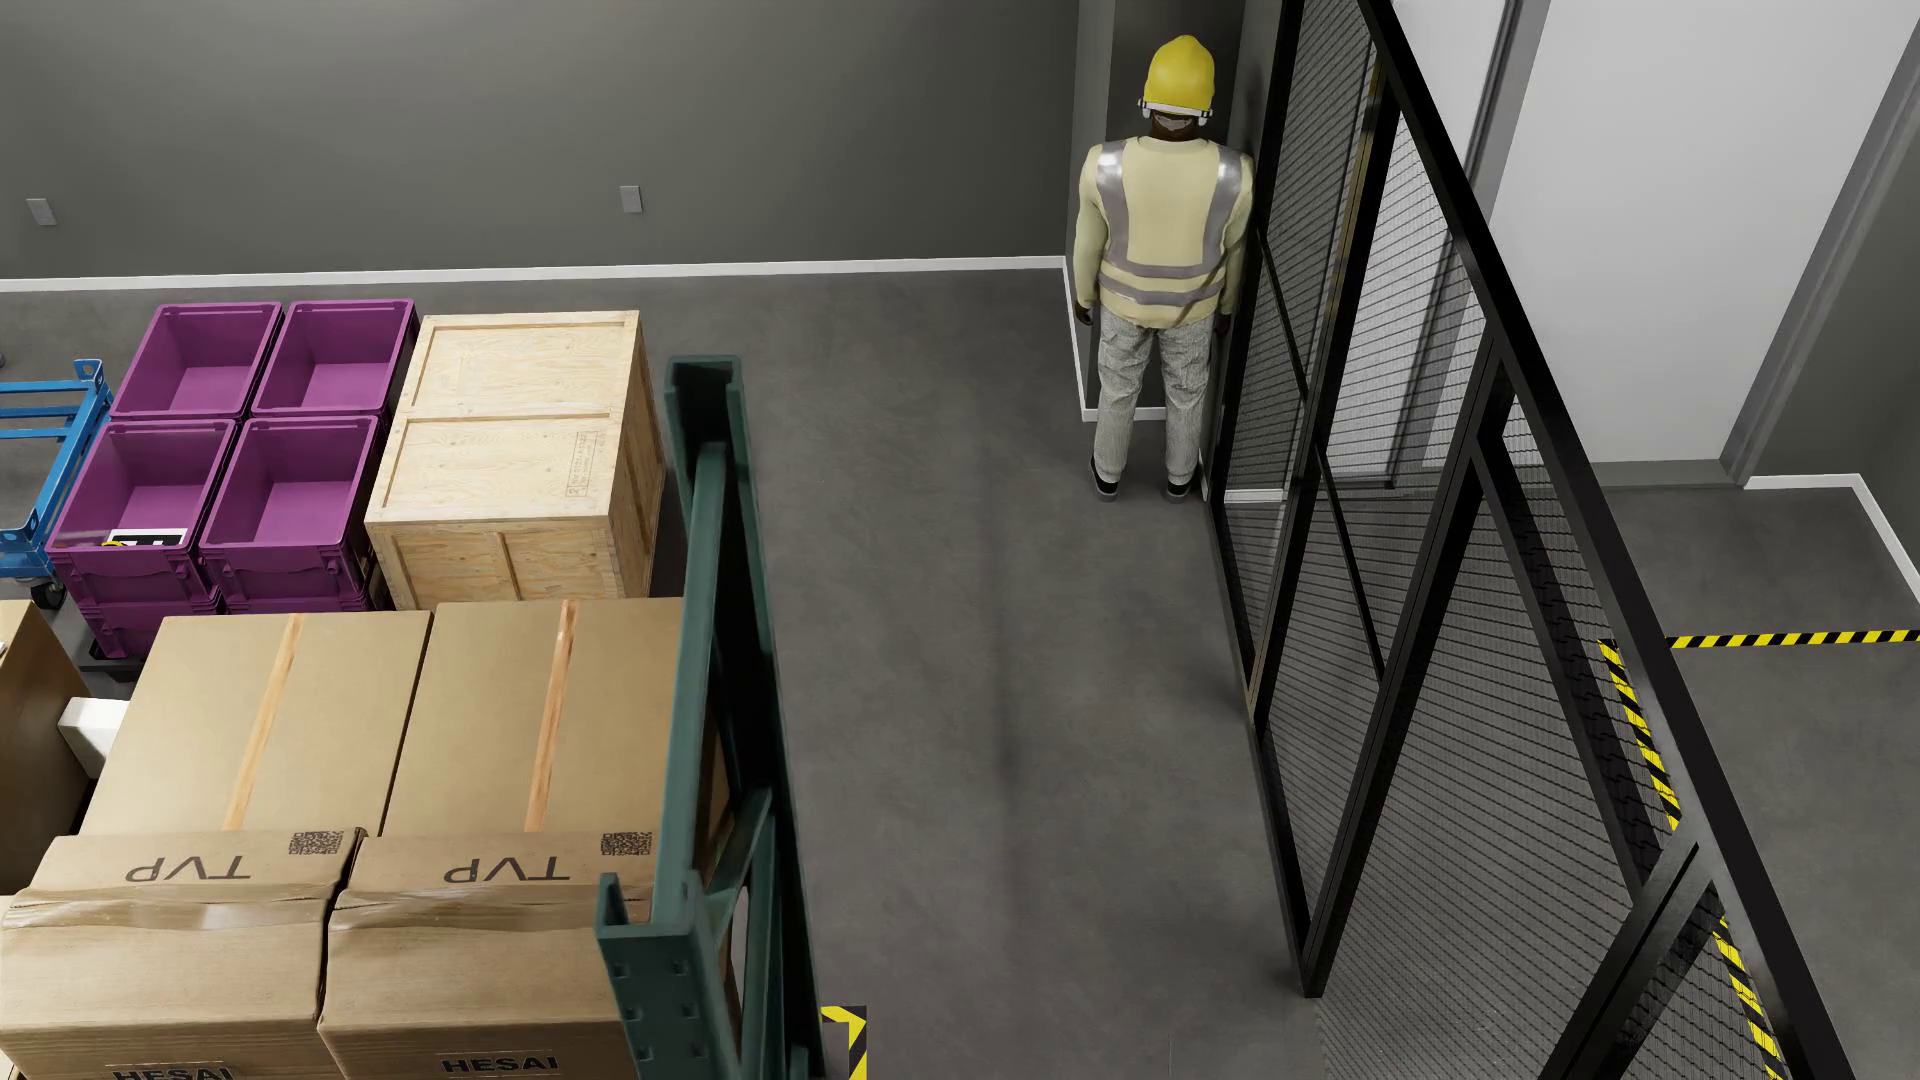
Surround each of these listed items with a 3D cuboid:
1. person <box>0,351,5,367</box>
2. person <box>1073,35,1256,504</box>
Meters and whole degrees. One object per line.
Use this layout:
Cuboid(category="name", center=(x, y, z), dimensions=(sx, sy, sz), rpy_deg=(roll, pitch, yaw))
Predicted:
Cuboid(category="person", center=(-4.038, -1.269, 5.969), dimensions=(0.372, 1.940, 0.630), rpy_deg=(-3, 46, -3))
Cuboid(category="person", center=(0.675, -0.856, 5.646), dimensions=(0.588, 1.834, 0.403), rpy_deg=(4, 46, 4))
